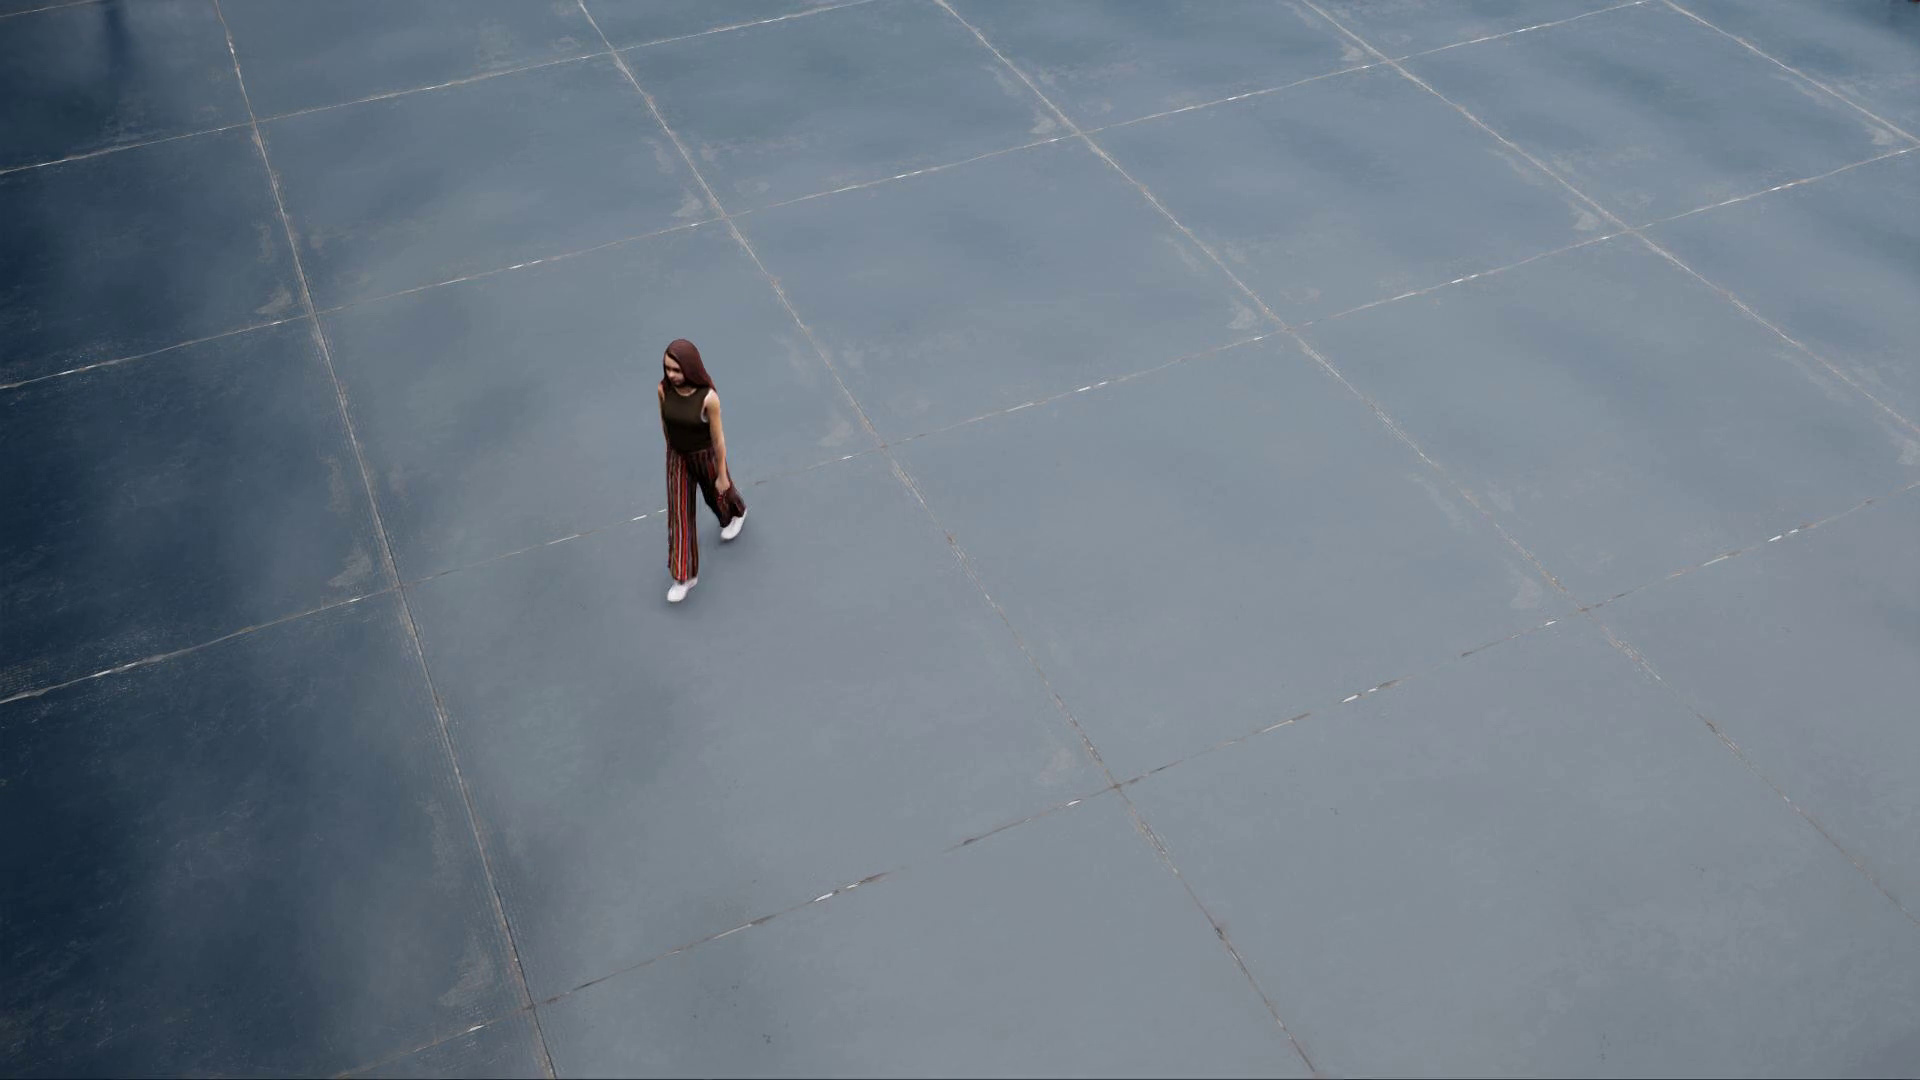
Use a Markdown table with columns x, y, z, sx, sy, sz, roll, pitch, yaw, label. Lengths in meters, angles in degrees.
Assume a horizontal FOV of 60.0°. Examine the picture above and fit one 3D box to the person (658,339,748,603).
| x | y | z | sx | sy | sz | roll | pitch | yaw | label |
| --- | --- | --- | --- | --- | --- | --- | --- | --- | --- |
| -1.403 | -0.476 | 9.147 | 1.032 | 1.524 | 1.086 | 14 | 44 | 15 | person |
